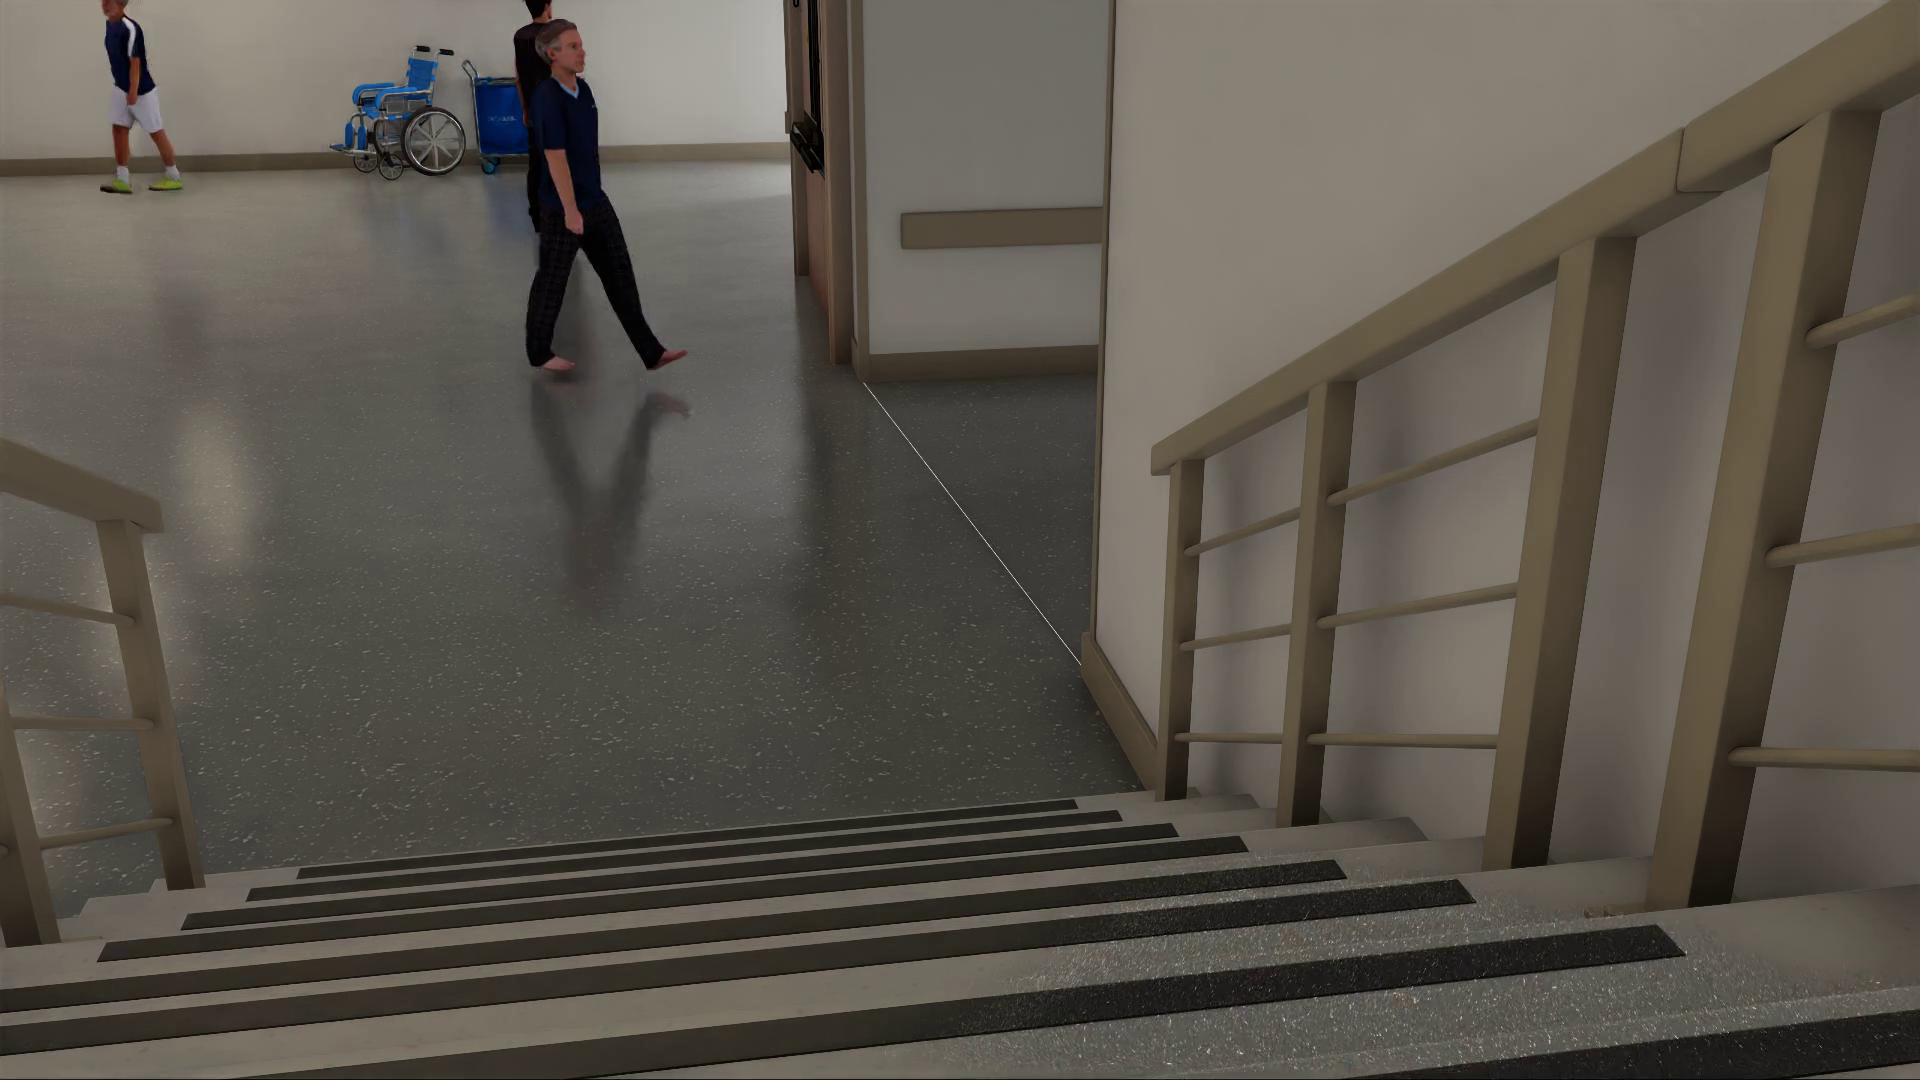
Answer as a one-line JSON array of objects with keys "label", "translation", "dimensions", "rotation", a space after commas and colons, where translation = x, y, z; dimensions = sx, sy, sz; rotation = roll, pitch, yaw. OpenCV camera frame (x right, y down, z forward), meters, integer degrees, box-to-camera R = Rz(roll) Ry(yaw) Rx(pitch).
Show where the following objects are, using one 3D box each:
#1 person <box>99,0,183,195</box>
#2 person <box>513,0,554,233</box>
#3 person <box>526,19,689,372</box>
[{"label": "person", "translation": [-7.177, -3.929, 14.555], "dimensions": [1.005, 1.788, 1.073], "rotation": [18, 27, 39]}, {"label": "person", "translation": [-3.187, -3.312, 12.844], "dimensions": [0.758, 1.848, 0.777], "rotation": [9, 23, 23]}, {"label": "person", "translation": [-2.112, -1.728, 8.699], "dimensions": [1.102, 1.820, 1.195], "rotation": [7, 22, 18]}]
